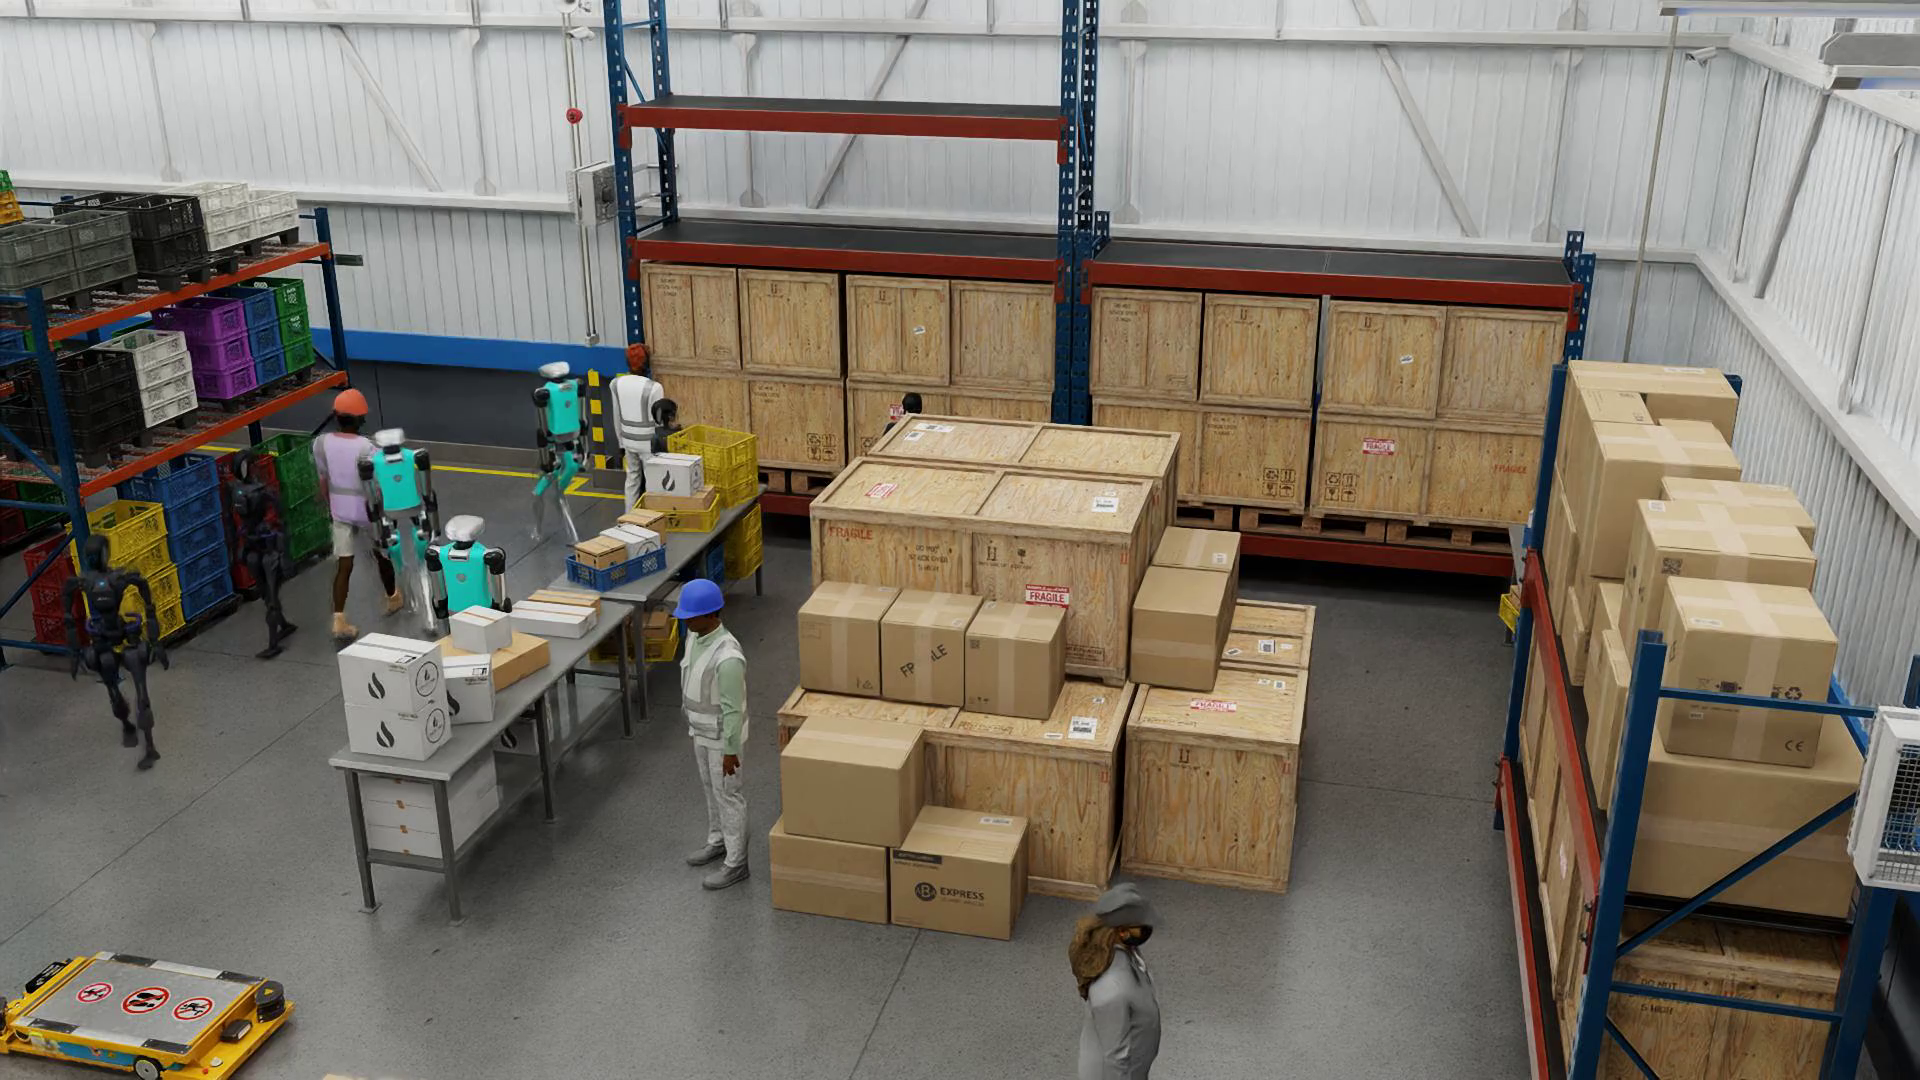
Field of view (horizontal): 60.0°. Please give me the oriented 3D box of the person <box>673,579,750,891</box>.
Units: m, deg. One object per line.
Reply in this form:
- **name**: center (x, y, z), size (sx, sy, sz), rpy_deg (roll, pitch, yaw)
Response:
- **person**: center (-1.446, 1.121, 9.783), size (0.407, 1.939, 0.601), rpy_deg (-11, 24, -27)

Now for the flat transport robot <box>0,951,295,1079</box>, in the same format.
- **flat transport robot**: center (-4.270, 2.464, 8.601), size (1.431, 0.231, 0.659), rpy_deg (5, 22, 13)

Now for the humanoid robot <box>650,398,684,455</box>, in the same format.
- **humanoid robot**: center (-2.400, -0.410, 14.166), size (0.559, 1.641, 0.591), rpy_deg (-12, 24, -29)

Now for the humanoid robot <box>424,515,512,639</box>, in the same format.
- **humanoid robot**: center (-3.219, 0.572, 11.311), size (0.533, 1.672, 0.735), rpy_deg (2, 21, 5)

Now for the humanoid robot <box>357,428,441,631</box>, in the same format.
- **humanoid robot**: center (-4.447, -0.068, 13.283), size (0.571, 1.866, 0.862), rpy_deg (-8, 22, -20)

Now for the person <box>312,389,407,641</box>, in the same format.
- **person**: center (-4.805, -0.204, 13.202), size (0.625, 2.006, 1.029), rpy_deg (2, 21, 5)

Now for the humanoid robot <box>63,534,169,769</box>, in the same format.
- **humanoid robot**: center (-5.701, 0.721, 11.235), size (0.609, 1.633, 0.635), rpy_deg (-7, 22, -17)

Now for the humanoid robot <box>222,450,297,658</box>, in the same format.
- **humanoid robot**: center (-5.437, 0.084, 12.877), size (0.600, 1.630, 0.672), rpy_deg (6, 22, 16)

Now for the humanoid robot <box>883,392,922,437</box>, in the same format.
- **humanoid robot**: center (-0.413, -0.456, 14.246), size (0.599, 1.657, 0.315), rpy_deg (6, 22, 15)

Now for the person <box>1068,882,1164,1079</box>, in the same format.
- **person**: center (0.646, 2.243, 7.078), size (0.400, 1.767, 0.563), rpy_deg (2, 21, 6)

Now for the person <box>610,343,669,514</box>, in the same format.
- **person**: center (-2.861, -0.853, 15.023), size (0.574, 1.879, 0.340), rpy_deg (11, 23, 26)

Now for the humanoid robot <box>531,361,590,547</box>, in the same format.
- **humanoid robot**: center (-3.724, -0.745, 15.052), size (0.767, 1.869, 0.537), rpy_deg (17, 27, 37)
